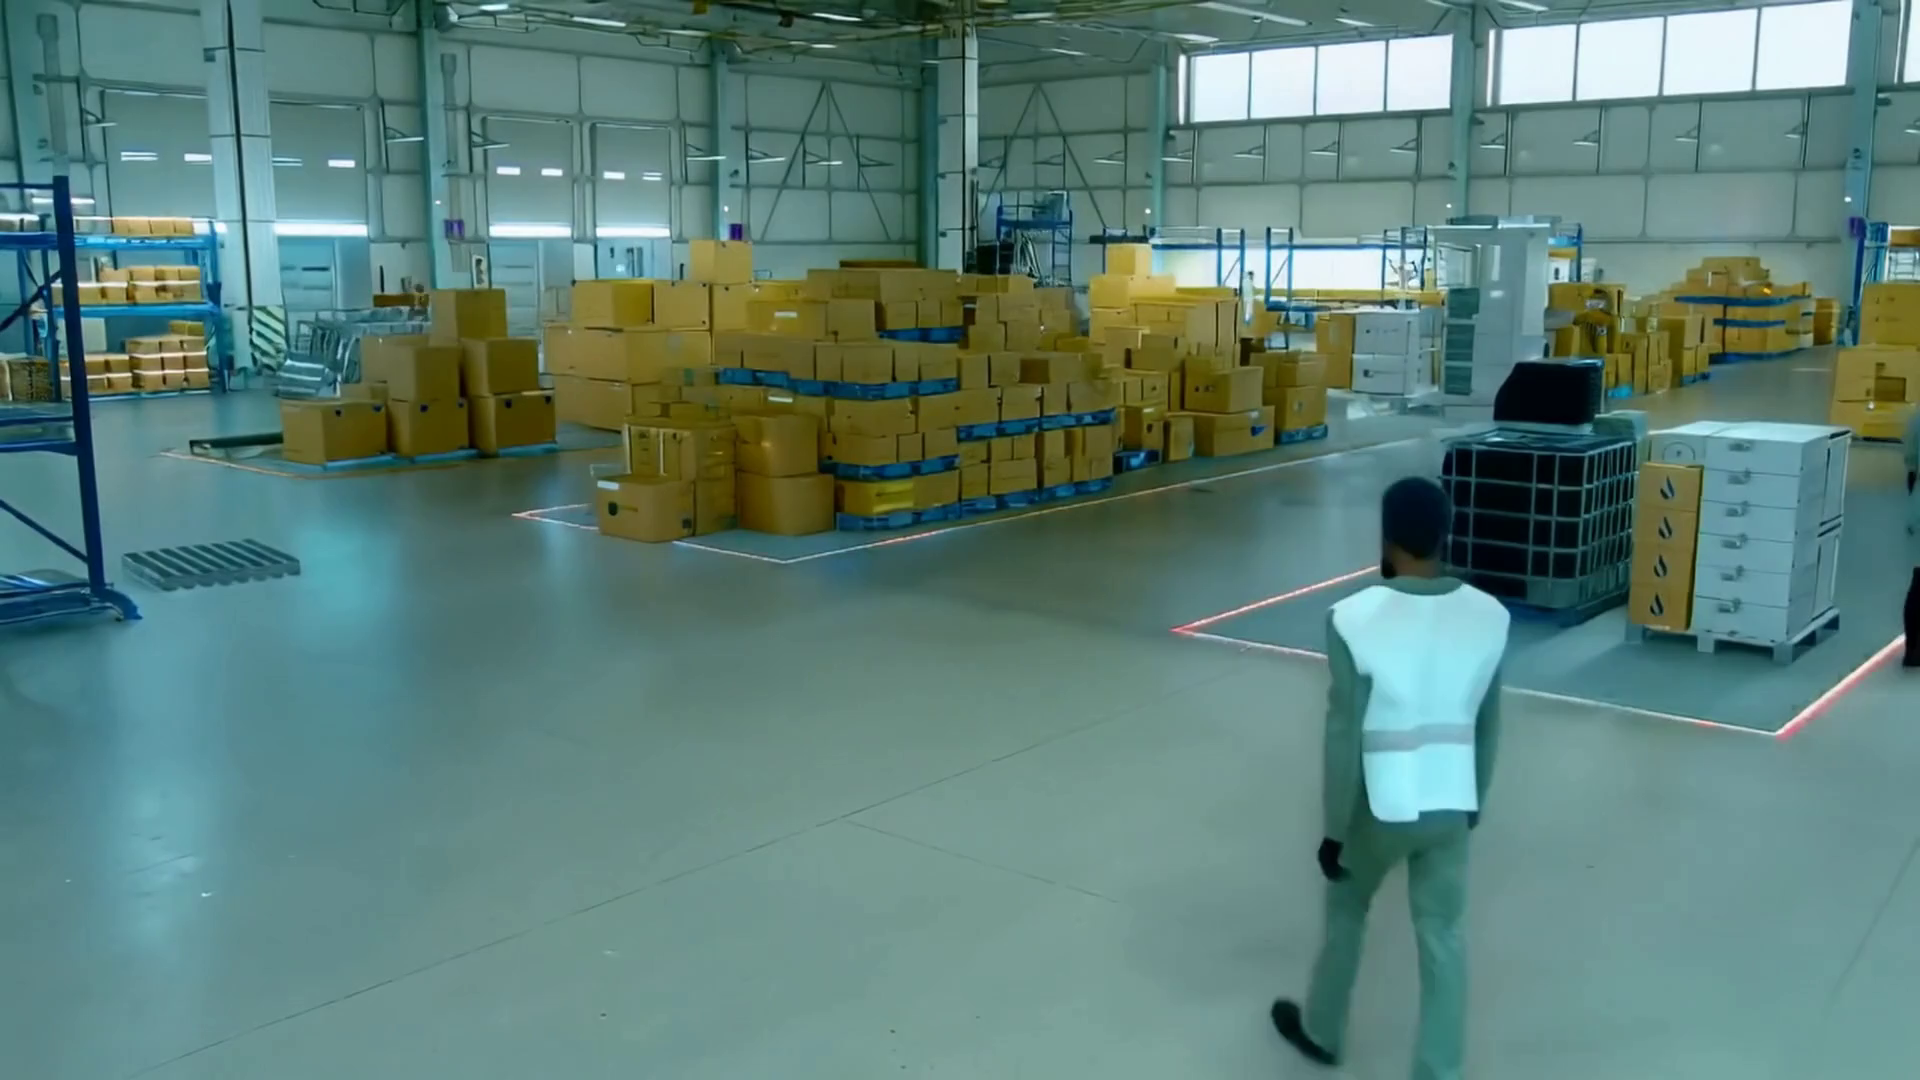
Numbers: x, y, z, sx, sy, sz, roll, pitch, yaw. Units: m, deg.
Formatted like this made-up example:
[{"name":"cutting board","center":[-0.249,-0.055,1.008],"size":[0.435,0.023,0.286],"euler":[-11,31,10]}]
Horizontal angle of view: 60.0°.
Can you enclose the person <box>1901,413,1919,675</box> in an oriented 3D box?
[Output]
[{"name":"person","center":[5.996,-0.157,9.932],"size":[0.774,1.941,0.638],"euler":[-4,11,-22]}]

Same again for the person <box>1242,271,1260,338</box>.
[{"name":"person","center":[8.183,-6.604,46.791],"size":[0.726,1.894,0.598],"euler":[-8,13,-37]}]

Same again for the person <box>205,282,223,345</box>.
[{"name":"person","center":[-15.885,-4.543,35.263],"size":[0.984,1.825,0.569],"euler":[-9,13,-42]}]

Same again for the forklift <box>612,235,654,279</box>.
[{"name":"forklift","center":[-7.300,-5.450,37.421],"size":[1.873,2.768,1.129],"euler":[8,13,40]}]

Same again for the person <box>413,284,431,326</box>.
[{"name":"person","center":[-13.823,-5.770,42.796],"size":[0.546,1.625,0.375],"euler":[6,12,31]}]

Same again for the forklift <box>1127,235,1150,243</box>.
[{"name":"forklift","center":[4.035,-5.554,38.011],"size":[1.873,2.768,1.129],"euler":[2,10,13]}]

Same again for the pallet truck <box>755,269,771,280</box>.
[{"name":"pallet truck","center":[-4.996,-6.432,45.525],"size":[1.885,1.965,0.823],"euler":[-6,12,-32]}]

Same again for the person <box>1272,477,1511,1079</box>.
[{"name":"person","center":[1.275,0.745,4.960],"size":[0.629,1.880,0.899],"euler":[-3,10,-15]}]

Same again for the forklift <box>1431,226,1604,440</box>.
[{"name":"forklift","center":[7.339,-2.688,21.696],"size":[1.873,2.768,1.129],"euler":[8,13,40]}]

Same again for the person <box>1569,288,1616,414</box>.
[{"name":"person","center":[8.785,-2.491,23.091],"size":[0.623,1.993,0.384],"euler":[8,13,39]}]
